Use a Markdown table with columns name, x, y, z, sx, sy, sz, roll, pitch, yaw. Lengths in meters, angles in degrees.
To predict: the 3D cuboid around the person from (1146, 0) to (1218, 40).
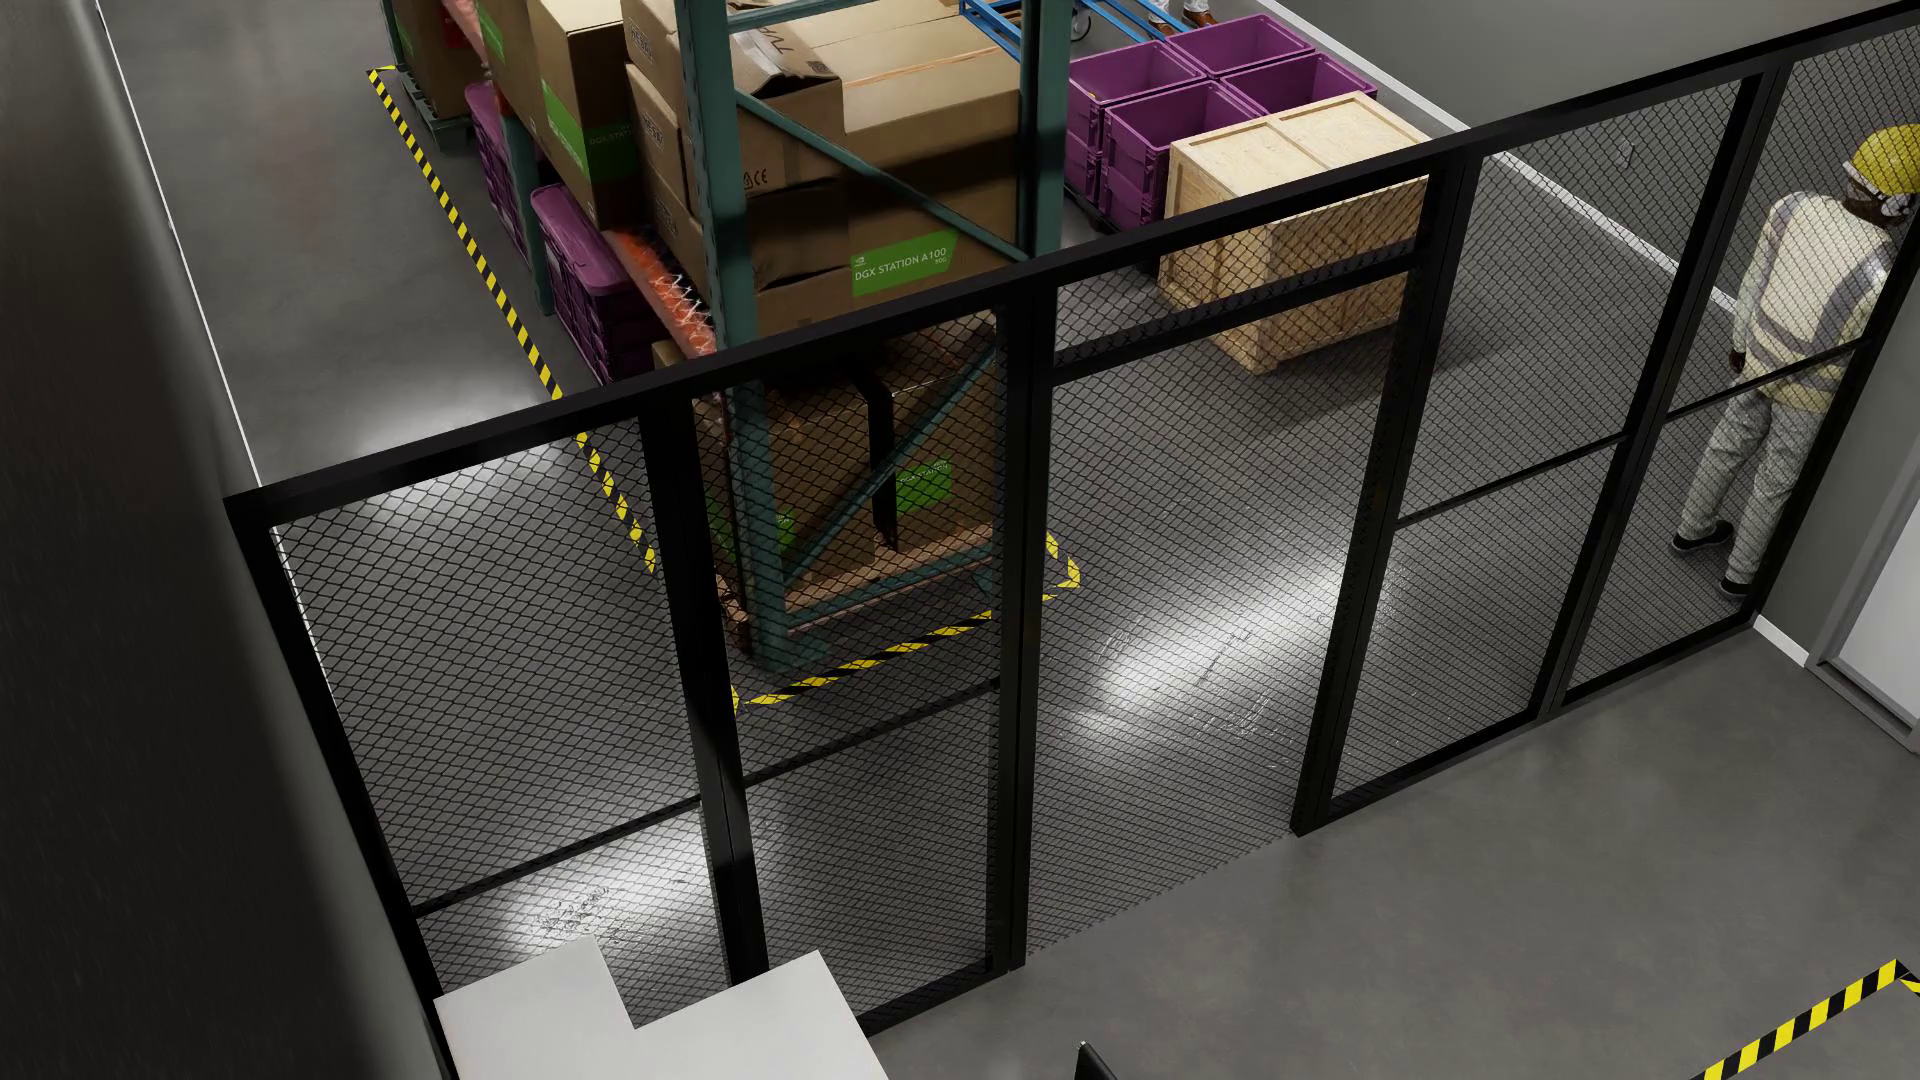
| name | x | y | z | sx | sy | sz | roll | pitch | yaw |
| --- | --- | --- | --- | --- | --- | --- | --- | --- | --- |
| person | 1.282 | -3.622 | 8.907 | 0.635 | 1.937 | 0.352 | -22 | 47 | -22 |

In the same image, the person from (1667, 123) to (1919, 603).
| name | x | y | z | sx | sy | sz | roll | pitch | yaw |
| --- | --- | --- | --- | --- | --- | --- | --- | --- | --- |
| person | 2.869 | -0.575 | 5.652 | 0.404 | 1.830 | 0.602 | -14 | 44 | -15 |
